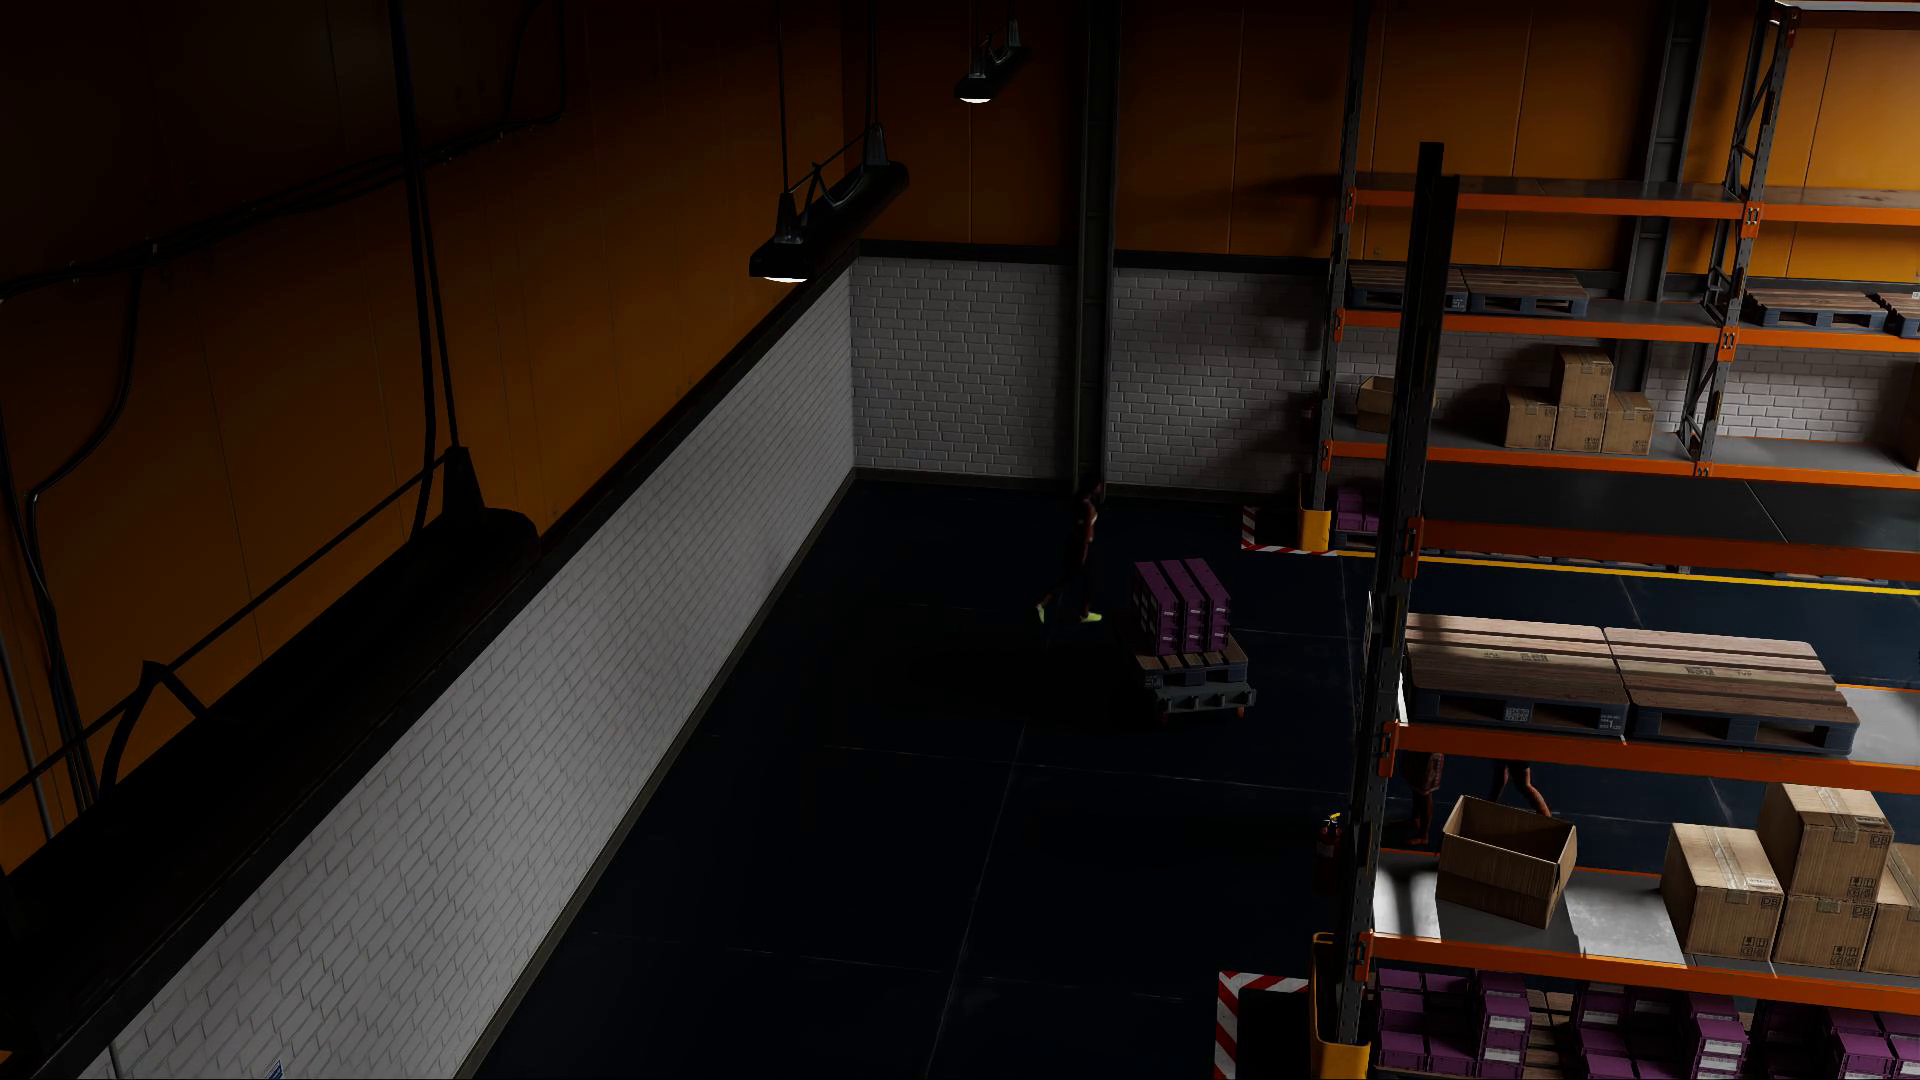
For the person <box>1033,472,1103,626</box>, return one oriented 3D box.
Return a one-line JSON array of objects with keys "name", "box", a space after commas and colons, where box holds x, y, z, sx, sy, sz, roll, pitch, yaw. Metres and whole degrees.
[{"name": "person", "box": [1.115, 0.134, 16.751, 1.102, 1.720, 0.960, -12, 27, -26]}]
